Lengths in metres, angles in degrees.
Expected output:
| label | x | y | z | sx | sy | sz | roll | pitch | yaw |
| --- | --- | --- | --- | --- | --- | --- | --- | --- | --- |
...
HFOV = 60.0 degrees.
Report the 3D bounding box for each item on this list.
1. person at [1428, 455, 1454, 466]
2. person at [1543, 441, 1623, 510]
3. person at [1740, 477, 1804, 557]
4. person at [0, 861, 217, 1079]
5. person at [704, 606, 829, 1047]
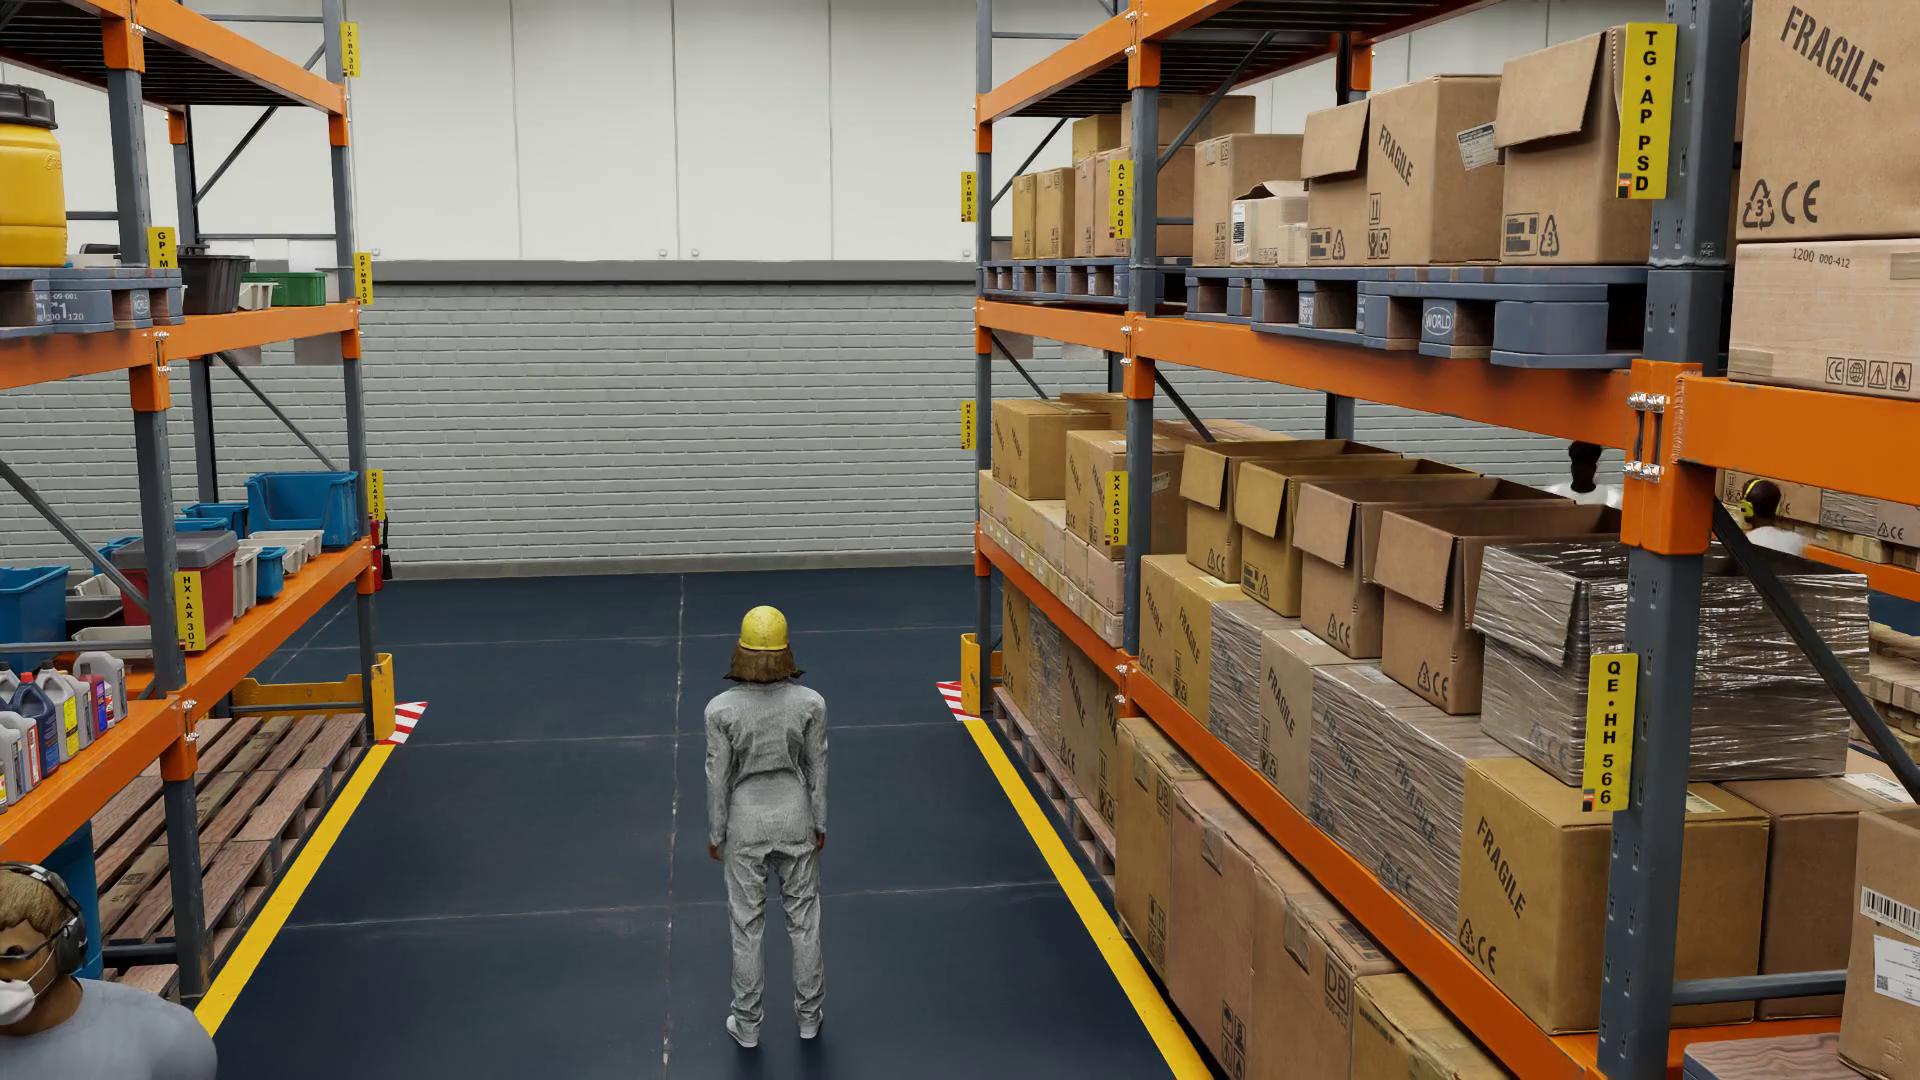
| label | x | y | z | sx | sy | sz | roll | pitch | yaw |
| --- | --- | --- | --- | --- | --- | --- | --- | --- | --- |
| person | 2.748 | 0.450 | 9.721 | 0.719 | 2.000 | 1.048 | 6 | 11 | 33 |
| person | 4.259 | 0.252 | 11.389 | 0.631 | 1.899 | 1.034 | 4 | 10 | 25 |
| person | 4.659 | 0.560 | 9.652 | 0.525 | 1.848 | 0.737 | -1 | 9 | -4 |
| person | -1.761 | 1.551 | 3.241 | 0.635 | 1.939 | 0.361 | -2 | 10 | -14 |
| person | -0.754 | 1.117 | 6.524 | 0.484 | 1.744 | 0.294 | -2 | 10 | -15 |
